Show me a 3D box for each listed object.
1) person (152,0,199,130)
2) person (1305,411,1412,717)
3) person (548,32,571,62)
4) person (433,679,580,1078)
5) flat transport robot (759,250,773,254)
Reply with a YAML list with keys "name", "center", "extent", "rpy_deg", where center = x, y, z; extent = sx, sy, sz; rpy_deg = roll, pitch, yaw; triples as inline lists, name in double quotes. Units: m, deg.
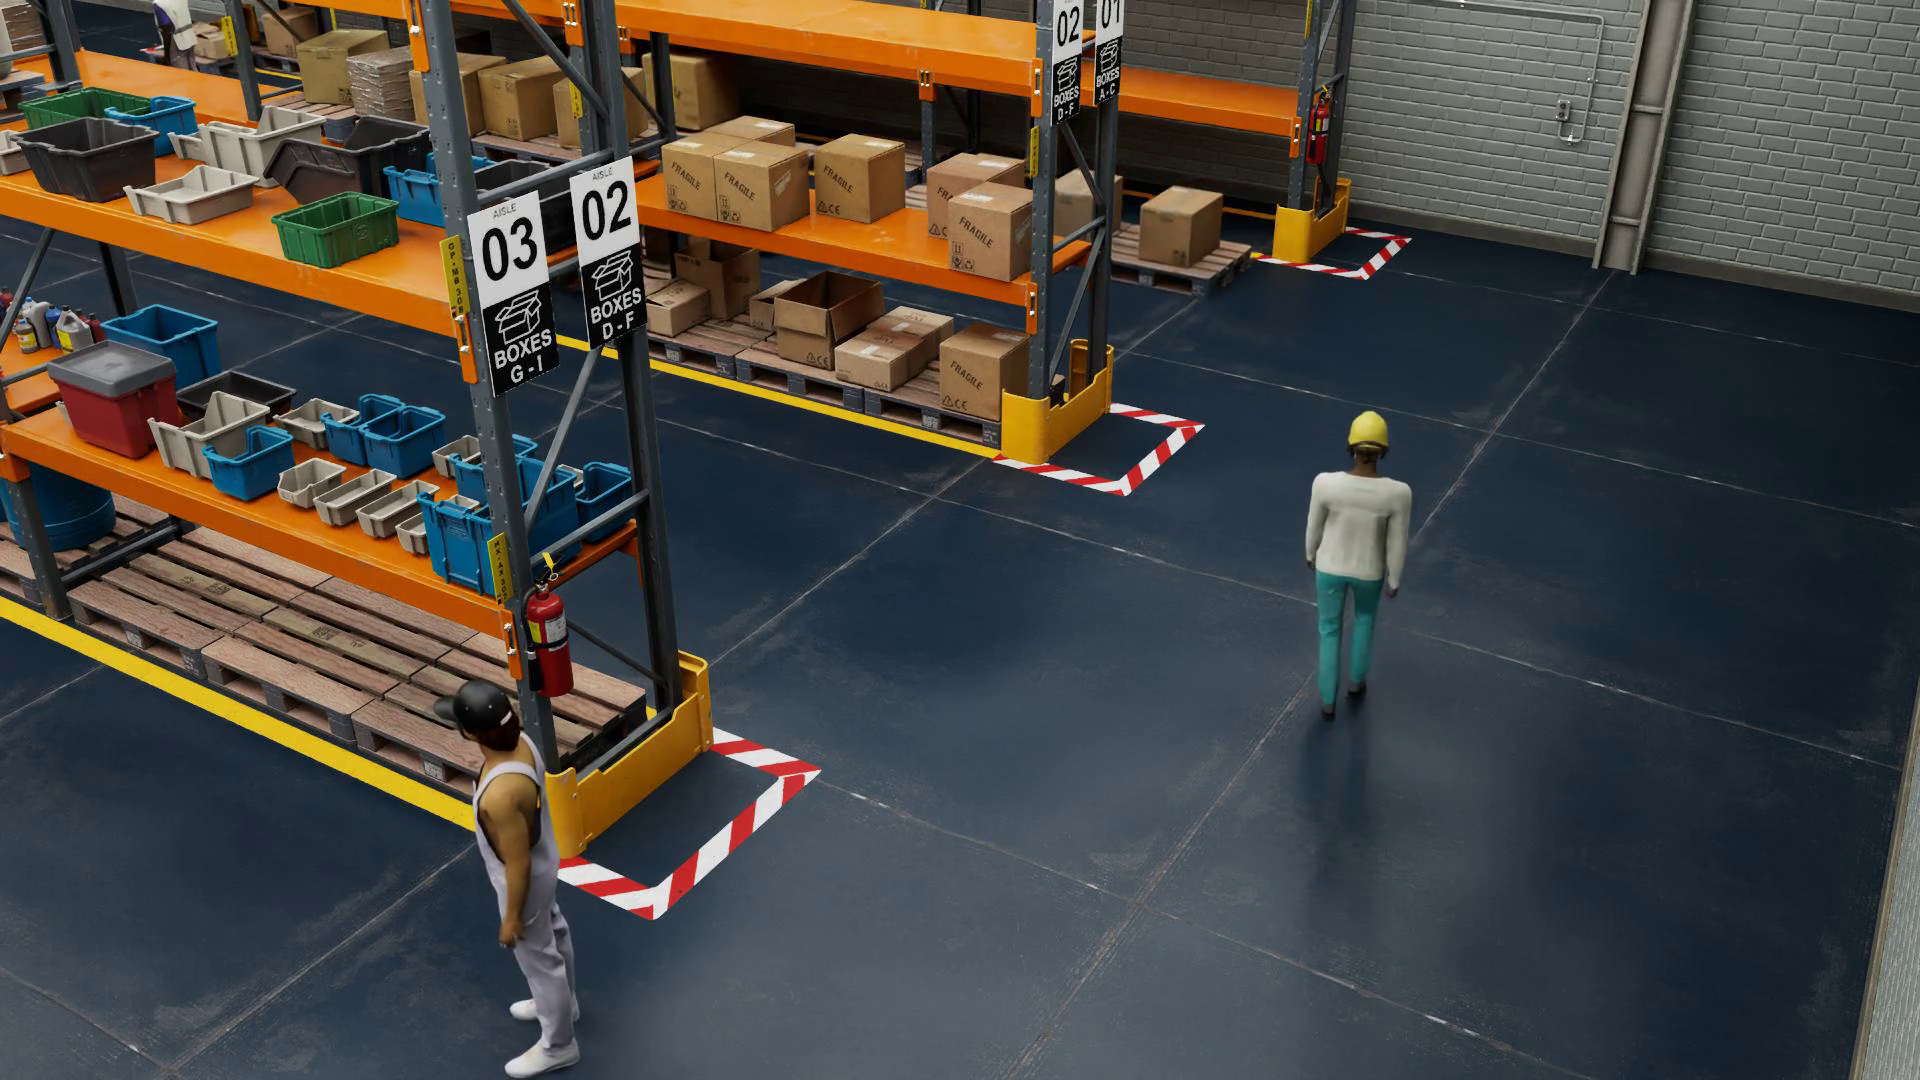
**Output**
- name: "person"
  center: [-8.994, -5.661, 19.170]
  extent: [0.390, 1.847, 0.562]
  rpy_deg: [3, 29, 6]
- name: "person"
  center: [2.097, 0.116, 8.900]
  extent: [0.523, 1.745, 0.524]
  rpy_deg: [5, 30, 9]
- name: "person"
  center: [-3.979, -4.394, 17.105]
  extent: [0.775, 1.660, 0.532]
  rpy_deg: [17, 33, 28]
- name: "person"
  center: [-1.781, 1.340, 6.594]
  extent: [0.385, 1.861, 0.519]
  rpy_deg: [-3, 29, -5]
- name: "flat transport robot"
  center: [-2.192, -3.057, 16.119]
  extent: [1.431, 0.231, 0.659]
  rpy_deg: [17, 34, 28]
